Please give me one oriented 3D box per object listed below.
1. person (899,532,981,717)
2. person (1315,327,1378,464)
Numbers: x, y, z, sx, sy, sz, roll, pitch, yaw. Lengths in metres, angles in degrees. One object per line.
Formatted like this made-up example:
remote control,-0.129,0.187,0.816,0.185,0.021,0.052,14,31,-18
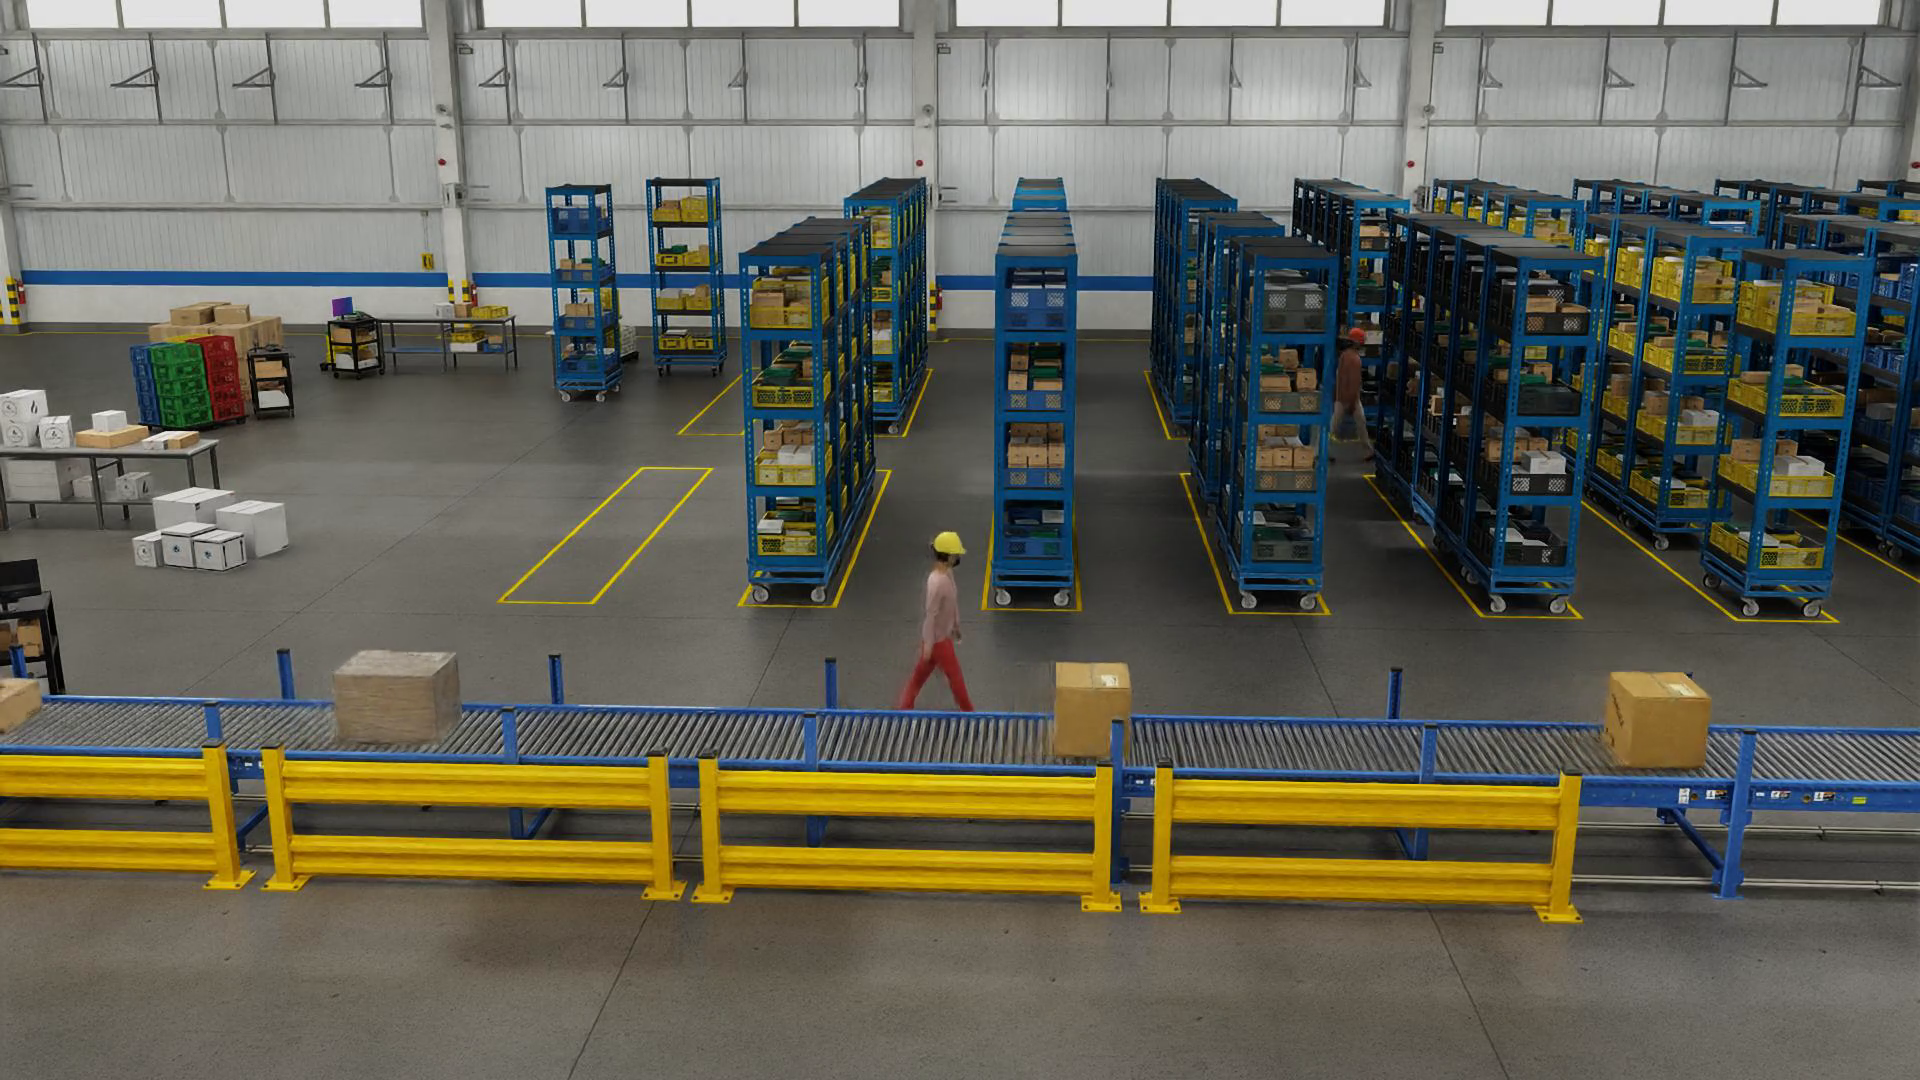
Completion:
person,-0.104,0.768,13.421,0.949,1.712,0.539,2,15,7
person,5.487,-2.018,23.357,1.020,1.941,0.638,-3,15,-12
